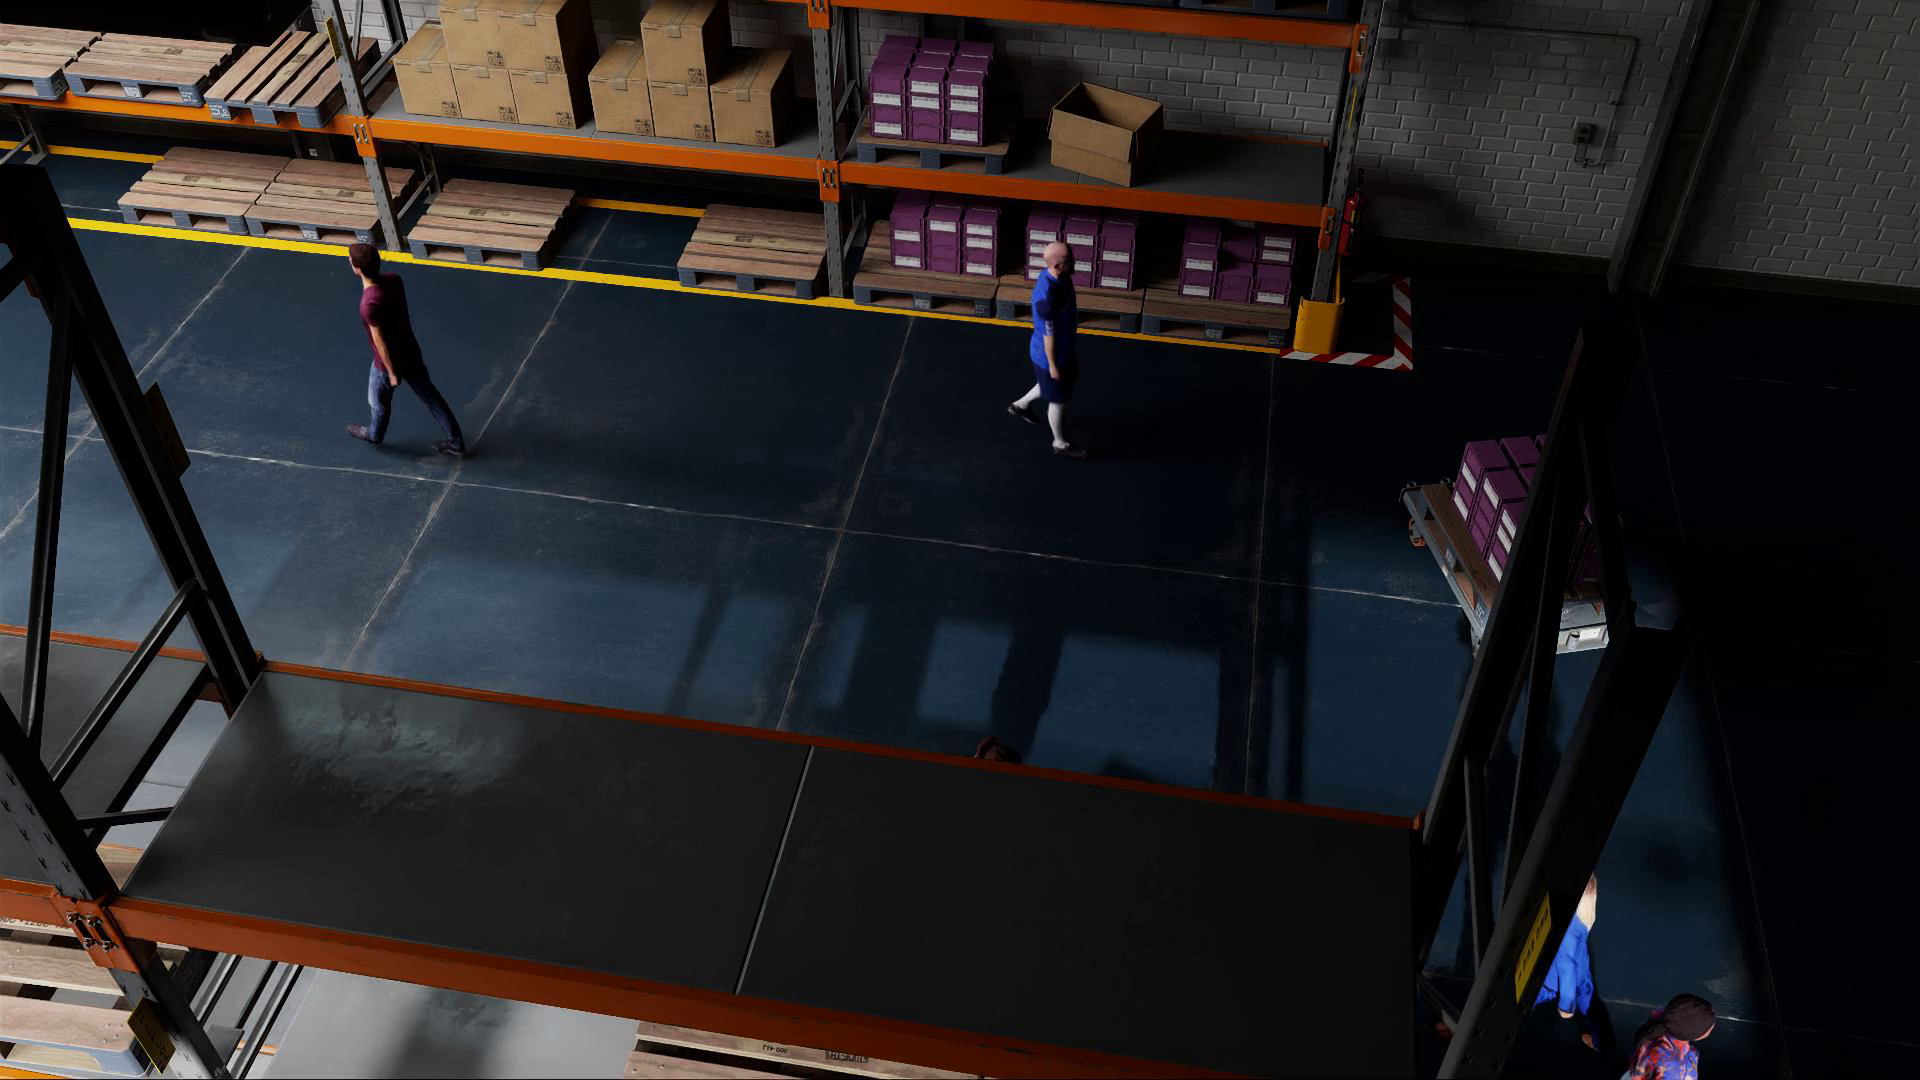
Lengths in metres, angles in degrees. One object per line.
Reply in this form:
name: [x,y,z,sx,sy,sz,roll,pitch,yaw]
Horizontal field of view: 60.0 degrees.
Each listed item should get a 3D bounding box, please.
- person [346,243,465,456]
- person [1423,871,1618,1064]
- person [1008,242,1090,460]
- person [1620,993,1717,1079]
person: [-4.011,-1.320,12.083,1.166,1.799,0.745,11,45,11]
person: [3.133,2.209,8.498,1.278,1.636,0.883,19,47,19]
person: [0.636,-1.391,12.137,0.914,1.829,0.713,10,44,10]
person: [3.171,2.660,7.959,0.873,1.726,0.588,10,44,10]
